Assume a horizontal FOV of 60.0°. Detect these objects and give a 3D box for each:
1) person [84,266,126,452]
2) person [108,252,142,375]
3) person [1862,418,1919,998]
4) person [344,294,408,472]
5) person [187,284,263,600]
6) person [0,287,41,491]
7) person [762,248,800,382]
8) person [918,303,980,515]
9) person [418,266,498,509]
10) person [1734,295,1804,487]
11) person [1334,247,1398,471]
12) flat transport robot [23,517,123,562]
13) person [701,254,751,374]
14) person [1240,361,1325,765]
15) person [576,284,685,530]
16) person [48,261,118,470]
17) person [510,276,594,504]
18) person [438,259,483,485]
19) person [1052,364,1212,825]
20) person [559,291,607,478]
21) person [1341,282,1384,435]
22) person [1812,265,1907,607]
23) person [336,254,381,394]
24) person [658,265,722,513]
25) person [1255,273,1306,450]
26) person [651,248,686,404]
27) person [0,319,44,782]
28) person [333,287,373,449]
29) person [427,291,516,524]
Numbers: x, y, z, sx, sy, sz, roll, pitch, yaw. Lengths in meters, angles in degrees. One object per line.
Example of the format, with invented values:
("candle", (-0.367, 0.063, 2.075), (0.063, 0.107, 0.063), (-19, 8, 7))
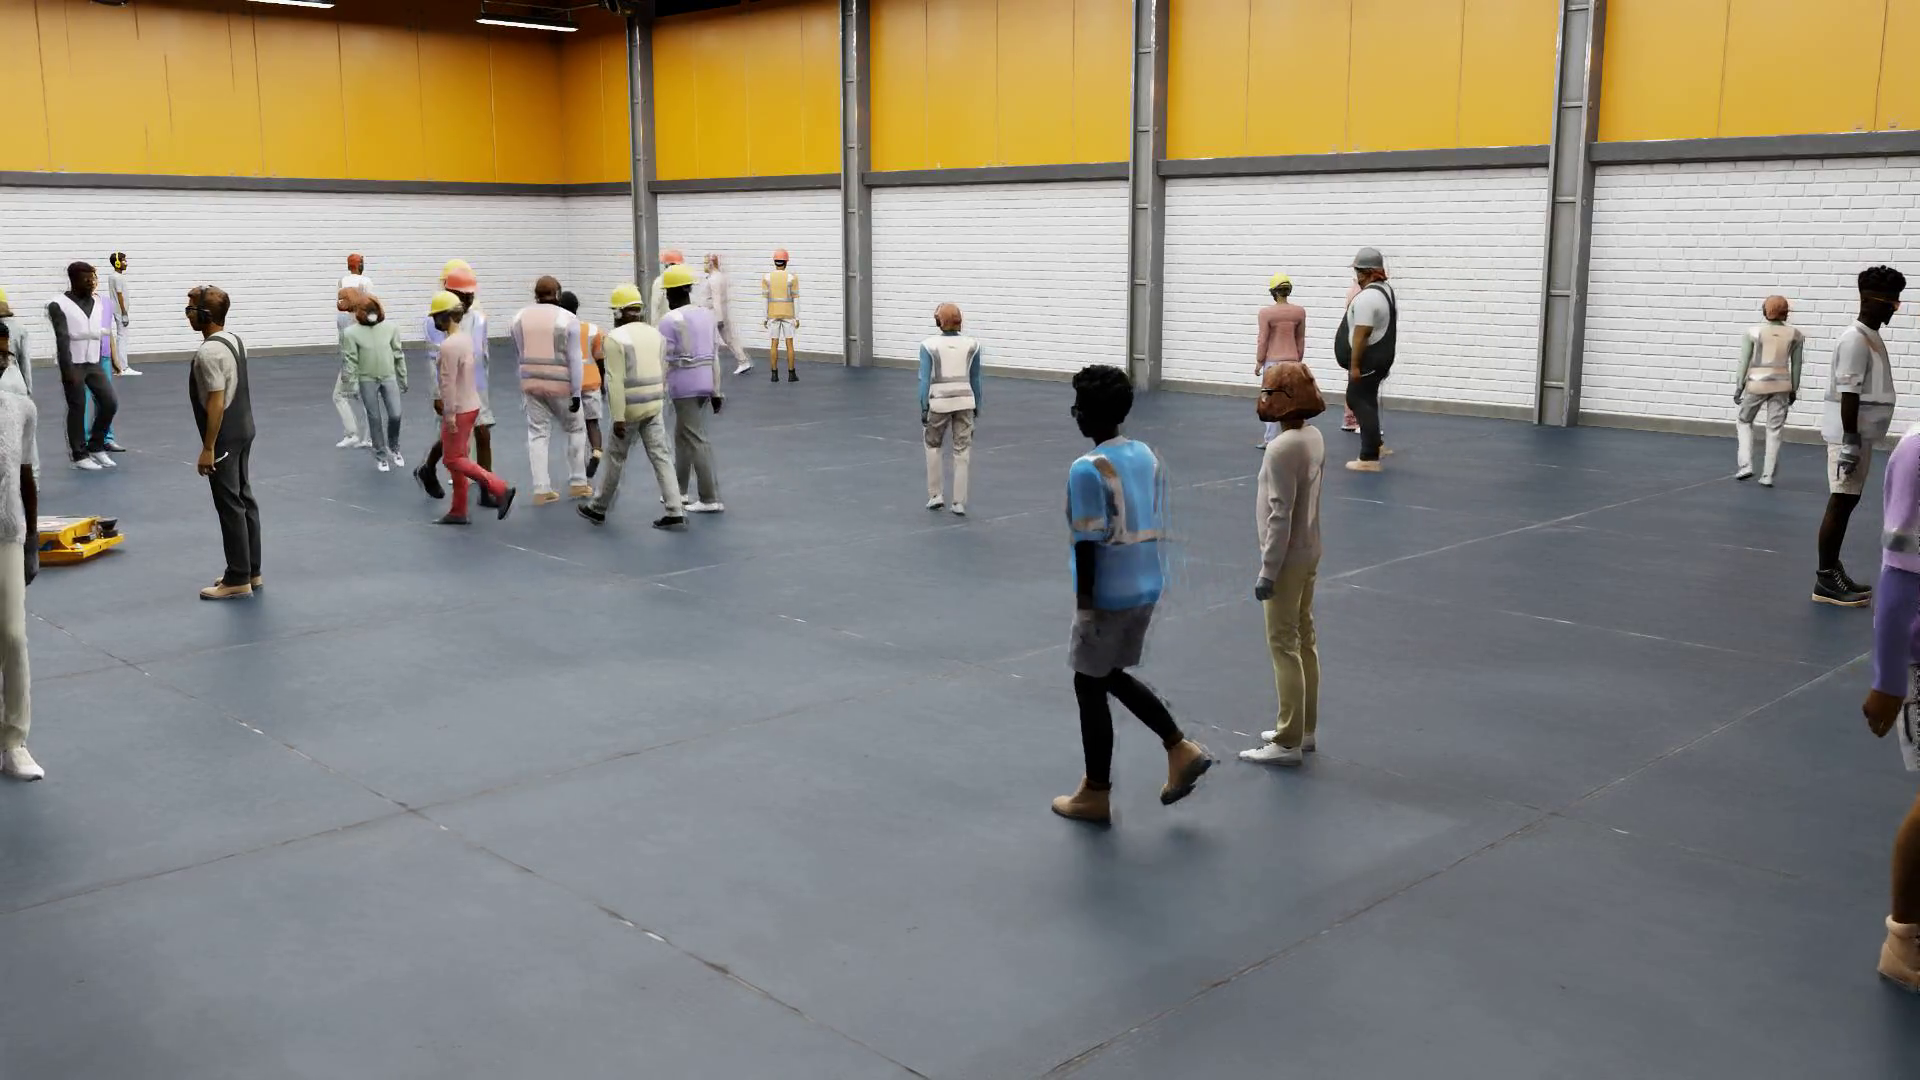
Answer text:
("person", (-8.503, -1.758, 16.263), (0.390, 1.846, 0.564), (5, 12, 26))
("person", (-12.803, -3.451, 25.427), (0.329, 1.872, 0.511), (-8, 13, -36))
("person", (2.777, 0.298, 4.595), (0.661, 2.012, 0.475), (-7, 12, -33))
("person", (-5.245, -1.409, 14.979), (0.530, 1.607, 0.377), (-6, 12, -29))
("person", (-4.341, -0.571, 9.789), (0.343, 1.847, 0.506), (-1, 10, -4))
("person", (-7.920, -1.245, 13.744), (0.314, 1.743, 0.491), (6, 12, 29))
("person", (-2.610, -3.279, 24.305), (0.548, 1.937, 0.379), (1, 10, 4))
("person", (-0.083, -1.006, 12.796), (0.526, 1.617, 0.538), (-3, 11, -14))
("person", (-3.980, -1.203, 13.112), (0.877, 1.906, 0.558), (8, 13, 38))
("person", (6.890, -1.275, 14.220), (0.552, 1.618, 0.505), (2, 11, 9))
("person", (3.665, -1.644, 15.106), (0.541, 2.000, 0.696), (7, 12, 32))
("flat transport robot", (-6.416, -0.006, 11.005), (1.431, 0.197, 0.652), (-1, 10, -5))
("person", (-3.708, -3.454, 25.508), (1.022, 1.859, 0.646), (1, 10, 5))
("person", (1.321, 0.094, 6.739), (0.265, 1.632, 0.508), (6, 12, 28))
("person", (-2.391, -0.961, 12.106), (0.960, 1.772, 0.614), (7, 12, 34))
("person", (-7.967, -1.571, 15.102), (0.477, 1.896, 0.582), (4, 11, 19))
("person", (-3.246, -1.207, 13.372), (0.617, 1.810, 0.689), (2, 11, 12))
("person", (-4.262, -1.438, 14.292), (0.366, 1.926, 0.593), (-1, 10, -7))
("person", (0.612, 0.205, 6.002), (0.506, 1.672, 0.572), (7, 13, 35))
("person", (-3.304, -1.314, 14.350), (0.557, 1.666, 0.646), (-3, 11, -18))
("person", (4.361, -2.069, 17.858), (0.419, 1.891, 0.692), (-1, 10, -4))
("person", (5.212, -0.605, 9.660), (0.368, 1.958, 0.612), (7, 12, 33))
("person", (-8.068, -2.896, 22.368), (0.576, 1.882, 0.355), (3, 11, 17))
("person", (-2.181, -1.162, 12.845), (0.797, 1.895, 0.609), (6, 12, 29))
("person", (3.179, -1.768, 16.558), (0.522, 1.761, 0.321), (-3, 11, -17))
("person", (-3.661, -2.672, 20.900), (0.558, 1.972, 0.644), (4, 11, 20))
("person", (-3.954, 0.010, 6.672), (0.836, 1.833, 0.534), (10, 14, 44))
("person", (-6.090, -1.714, 16.622), (0.521, 1.614, 0.533), (4, 11, 19))
("person", (-3.599, -0.947, 12.159), (0.591, 1.737, 0.528), (0, 10, 1))
